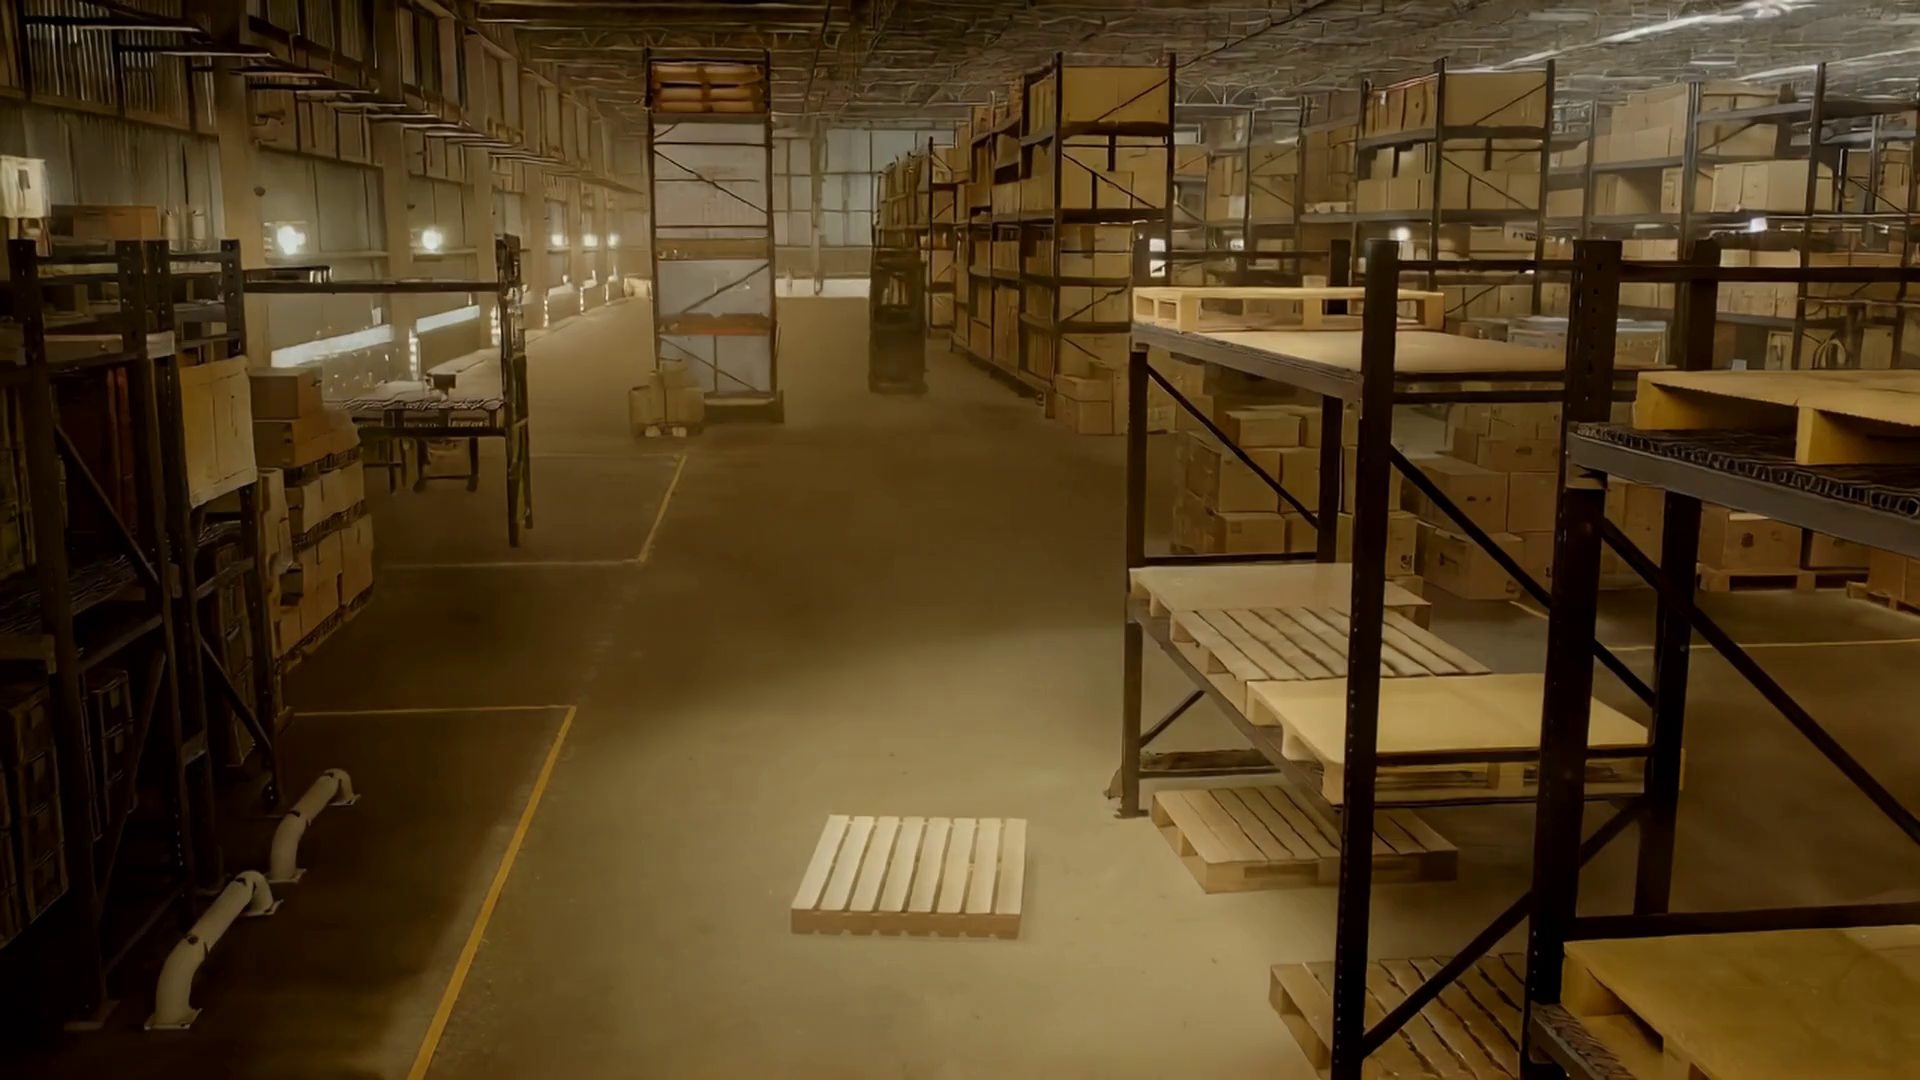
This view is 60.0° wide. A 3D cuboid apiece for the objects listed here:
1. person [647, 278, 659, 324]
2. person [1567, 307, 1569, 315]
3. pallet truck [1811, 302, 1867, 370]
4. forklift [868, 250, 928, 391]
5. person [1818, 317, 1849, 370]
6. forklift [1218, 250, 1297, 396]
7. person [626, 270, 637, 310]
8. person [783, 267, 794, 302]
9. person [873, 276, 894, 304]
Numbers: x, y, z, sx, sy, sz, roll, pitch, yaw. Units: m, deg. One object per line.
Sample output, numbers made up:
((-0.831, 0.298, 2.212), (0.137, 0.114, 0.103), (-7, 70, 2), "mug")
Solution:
((-10.937, -8.654, 59.844), (0.593, 1.805, 0.892), (-2, 10, -11), "person")
((11.654, -3.569, 31.719), (0.657, 1.789, 0.959), (-1, 10, -4), "person")
((15.846, -3.142, 28.793), (1.885, 1.965, 0.823), (2, 10, 12), "pallet truck")
((-1.297, -4.497, 33.851), (1.129, 2.768, 1.873), (-1, 10, -6), "forklift")
((12.829, -2.326, 24.522), (0.385, 1.910, 0.592), (6, 12, 29), "person")
((5.890, -4.287, 32.689), (1.129, 2.768, 1.873), (-1, 10, -6), "forklift")
((-14.190, -10.797, 71.947), (0.483, 1.735, 0.341), (-7, 12, -34), "person")
((-8.452, -12.501, 81.400), (0.740, 1.721, 0.580), (-6, 12, -28), "person")
((-2.399, -7.359, 52.453), (0.680, 1.880, 0.756), (-2, 10, -12), "person")
